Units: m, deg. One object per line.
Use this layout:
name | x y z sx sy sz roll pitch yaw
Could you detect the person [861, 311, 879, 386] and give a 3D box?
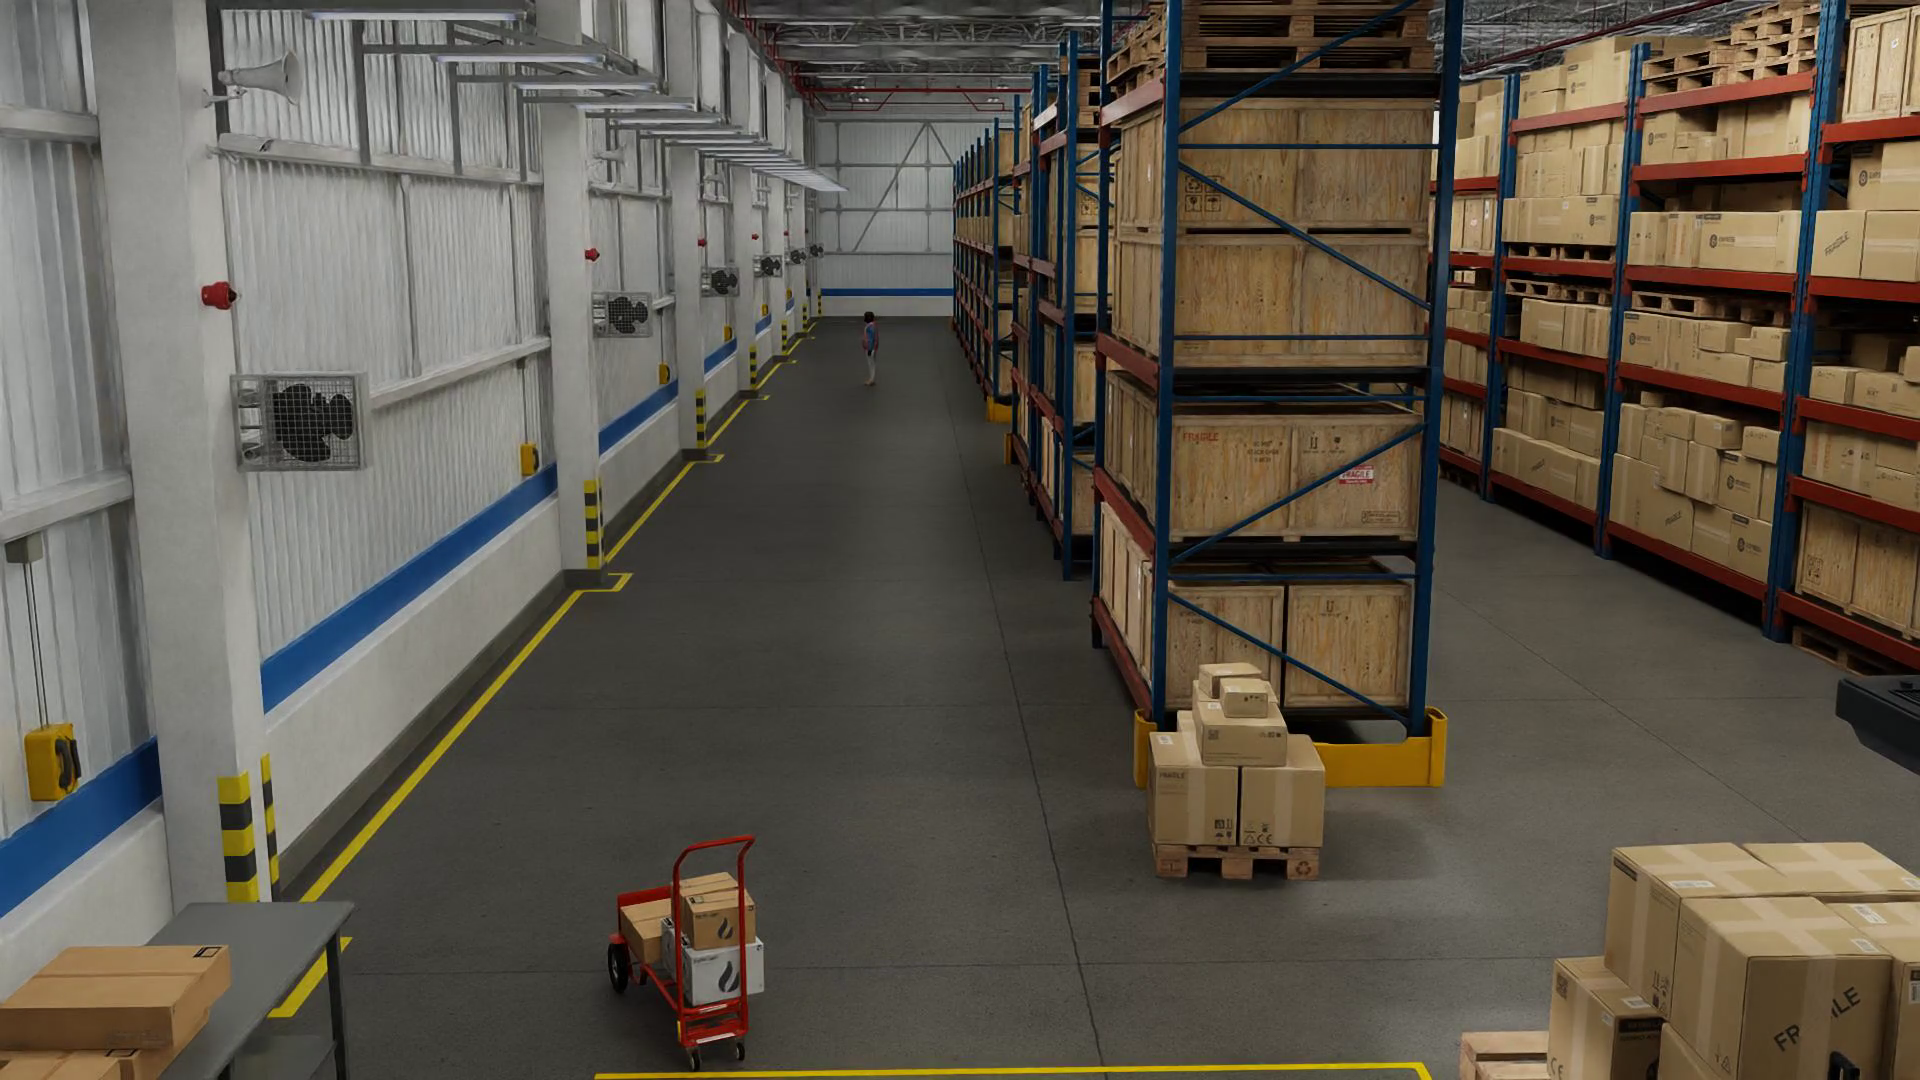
person | -2.228 -4.745 41.247 0.430 1.845 0.624 0 11 1
